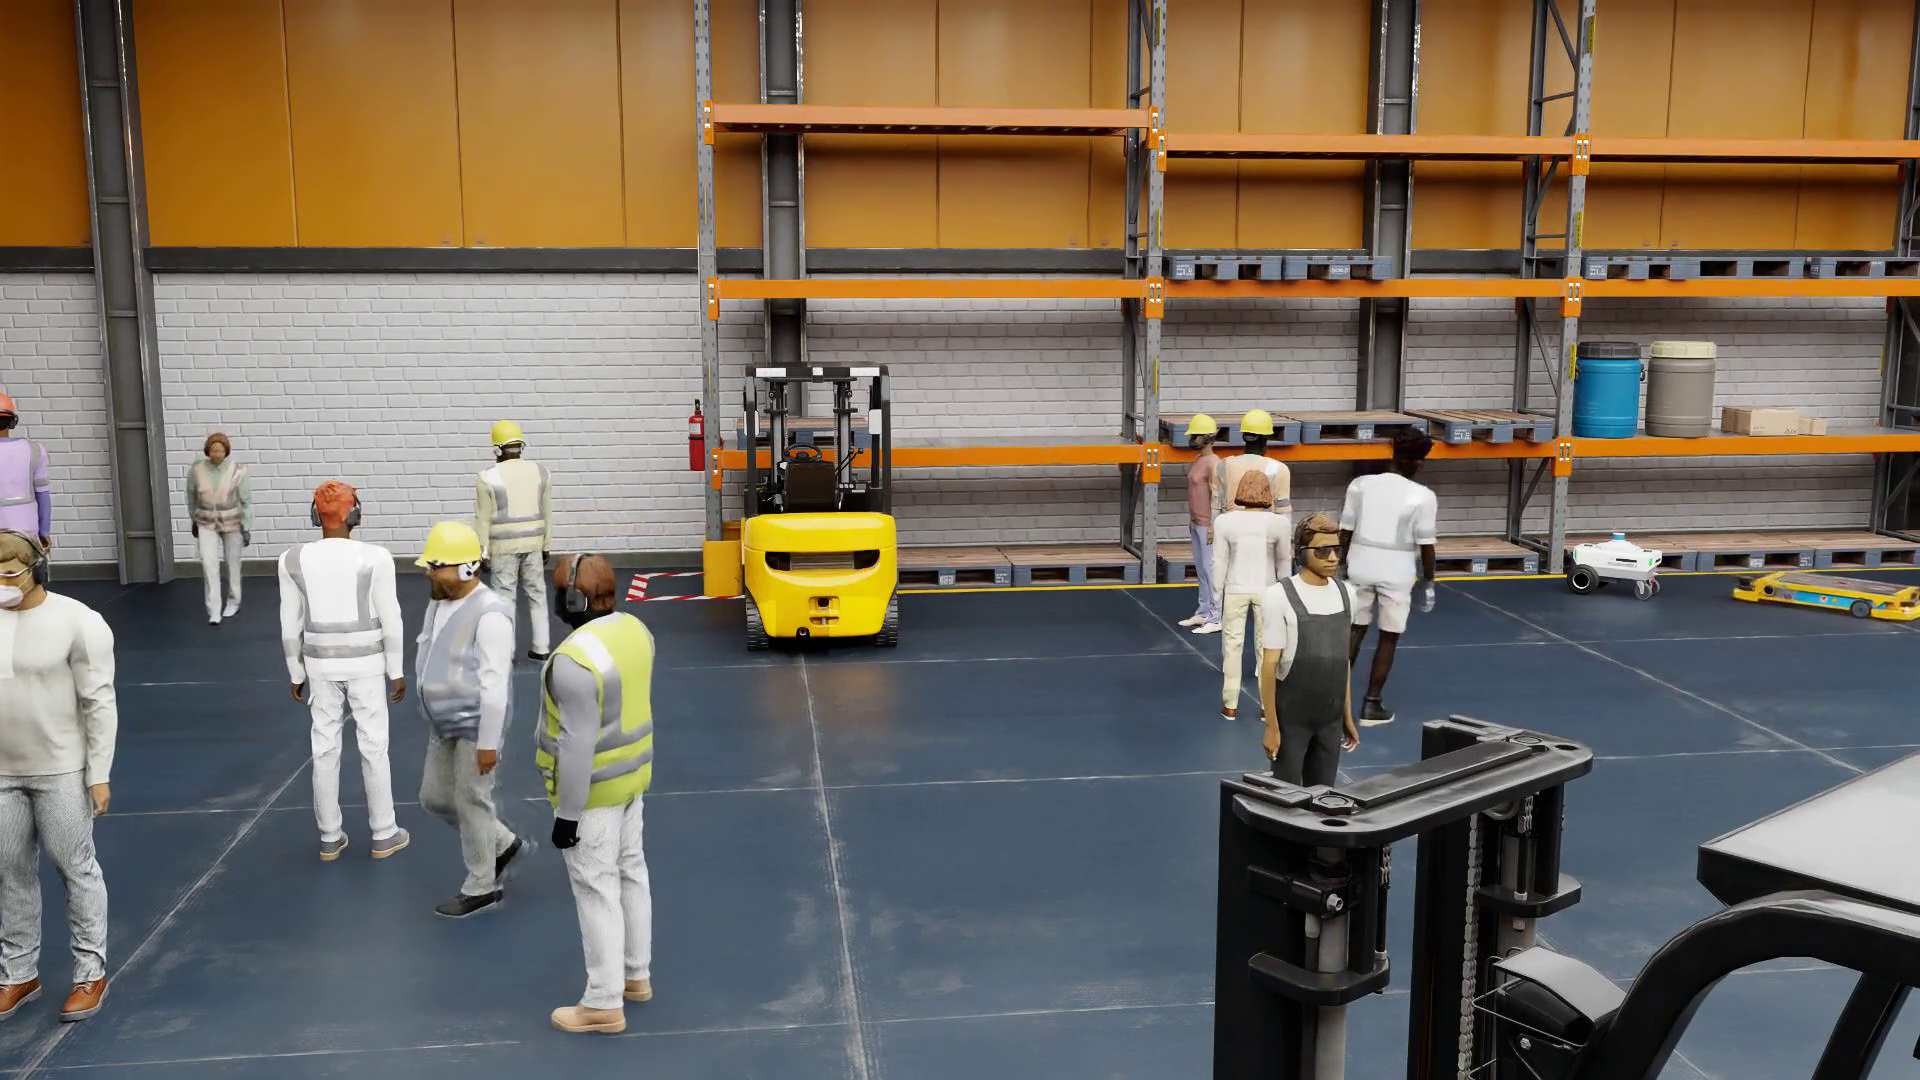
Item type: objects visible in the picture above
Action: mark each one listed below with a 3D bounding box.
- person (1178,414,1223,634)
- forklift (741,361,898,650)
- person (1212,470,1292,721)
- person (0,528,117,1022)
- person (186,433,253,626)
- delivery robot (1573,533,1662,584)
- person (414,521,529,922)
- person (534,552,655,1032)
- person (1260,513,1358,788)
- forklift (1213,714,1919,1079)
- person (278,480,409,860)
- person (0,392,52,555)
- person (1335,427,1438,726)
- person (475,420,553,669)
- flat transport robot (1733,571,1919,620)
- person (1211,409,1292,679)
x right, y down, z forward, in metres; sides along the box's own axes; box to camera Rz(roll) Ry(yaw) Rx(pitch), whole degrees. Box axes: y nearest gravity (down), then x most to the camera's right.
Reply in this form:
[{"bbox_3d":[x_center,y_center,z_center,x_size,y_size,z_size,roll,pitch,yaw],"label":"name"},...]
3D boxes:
[{"bbox_3d":[1.944,-0.127,13.377,0.326,1.765,0.533,-2,9,-10],"label":"person"},{"bbox_3d":[-1.154,-0.340,13.365,1.214,2.155,2.313,-1,9,-7],"label":"forklift"},{"bbox_3d":[1.878,0.360,10.742,0.507,1.632,0.274,2,9,10],"label":"person"},{"bbox_3d":[-3.574,0.902,6.425,0.628,1.935,0.373,0,9,-1],"label":"person"},{"bbox_3d":[-6.092,-0.093,13.708,0.524,1.572,0.869,-2,9,-13],"label":"person"},{"bbox_3d":[5.906,0.178,14.940,0.707,0.478,0.477,7,11,36],"label":"delivery robot"},{"bbox_3d":[-2.180,0.803,7.400,0.463,1.813,0.597,-9,12,-43],"label":"person"},{"bbox_3d":[-1.399,0.956,6.384,0.429,1.839,0.633,2,9,13],"label":"person"},{"bbox_3d":[1.552,0.794,7.374,0.505,1.846,0.346,-5,10,-29],"label":"person"},{"bbox_3d":[1.441,1.425,2.350,1.214,2.155,2.313,-7,12,-39],"label":"forklift"},{"bbox_3d":[-3.019,0.643,8.187,0.572,1.887,0.356,-1,9,-4],"label":"person"},{"bbox_3d":[-6.923,-0.056,12.073,0.371,2.038,0.614,6,11,34],"label":"person"},{"bbox_3d":[2.713,0.234,10.629,0.662,1.924,0.421,7,11,36],"label":"person"},{"bbox_3d":[-3.264,0.035,12.193,0.588,1.824,0.404,-8,12,-41],"label":"person"},{"bbox_3d":[7.541,0.460,14.354,0.652,0.197,1.431,-9,13,-44],"label":"flat transport robot"},{"bbox_3d":[2.084,0.032,11.875,0.593,1.926,0.366,5,10,29],"label":"person"}]
